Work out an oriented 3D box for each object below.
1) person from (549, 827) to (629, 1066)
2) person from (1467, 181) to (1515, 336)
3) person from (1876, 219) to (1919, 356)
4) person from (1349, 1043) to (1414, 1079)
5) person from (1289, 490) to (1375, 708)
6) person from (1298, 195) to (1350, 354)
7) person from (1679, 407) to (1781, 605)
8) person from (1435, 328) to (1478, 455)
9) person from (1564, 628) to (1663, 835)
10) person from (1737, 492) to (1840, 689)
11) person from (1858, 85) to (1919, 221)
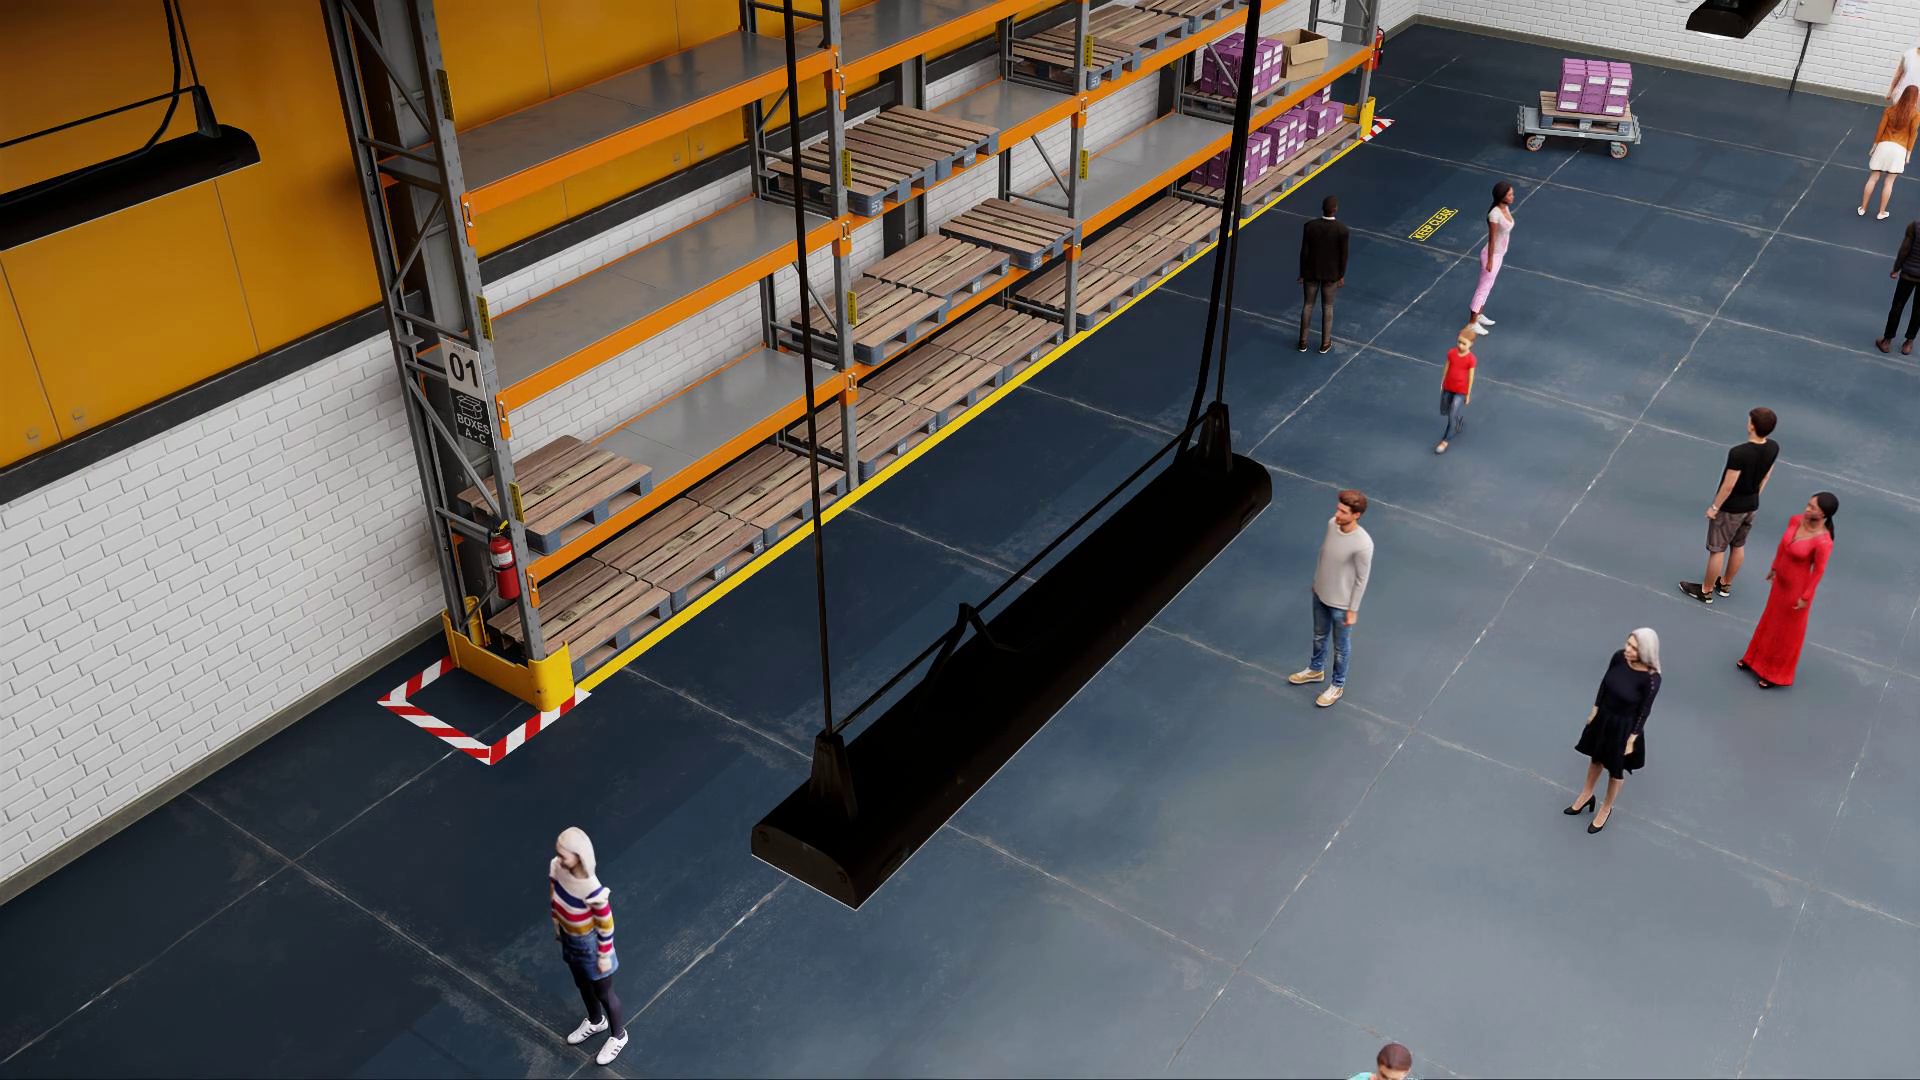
[{"bbox_3d":[-2.257,2.433,10.069,0.665,1.809,0.524,24,41,32],"label":"person"},{"bbox_3d":[5.938,-3.165,18.552,0.660,1.742,0.471,17,37,24],"label":"person"},{"bbox_3d":[10.420,-2.897,18.063,0.756,1.836,0.688,10,35,15],"label":"person"},{"bbox_3d":[2.258,3.250,9.071,0.632,1.554,0.804,14,36,20],"label":"person"},{"bbox_3d":[2.952,0.425,13.003,0.740,1.905,0.750,-17,37,-24],"label":"person"},{"bbox_3d":[3.936,-2.890,18.086,0.721,1.800,0.676,9,35,14],"label":"person"},{"bbox_3d":[6.604,-0.300,14.133,0.711,1.862,0.824,-14,36,-19],"label":"person"},{"bbox_3d":[4.939,-1.507,16.459,0.552,1.298,0.788,28,43,35],"label":"person"},{"bbox_3d":[4.644,1.335,11.778,0.710,1.747,0.690,-15,37,-22],"label":"person"},{"bbox_3d":[6.608,0.385,13.175,0.795,1.783,0.740,-7,34,-10],"label":"person"},{"bbox_3d":[11.918,-4.974,21.292,0.633,1.720,0.565,23,40,31],"label":"person"}]
